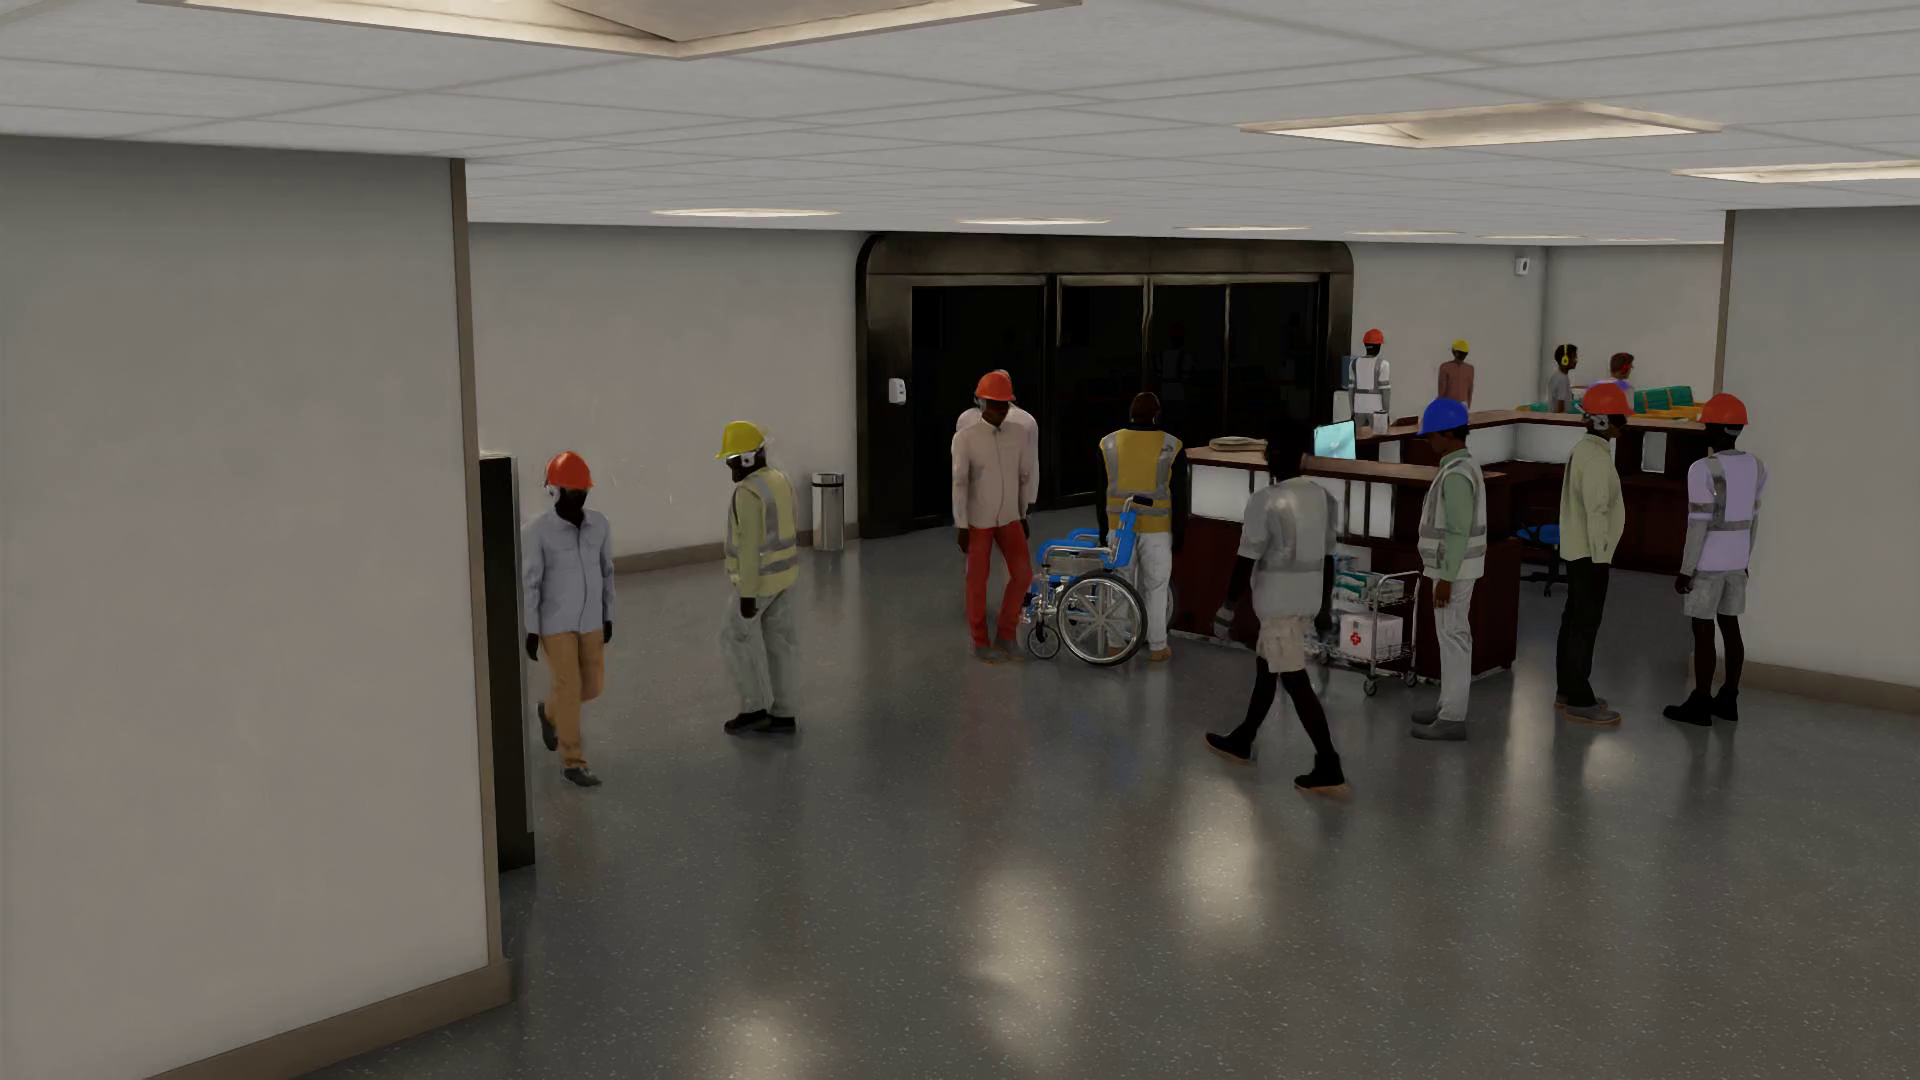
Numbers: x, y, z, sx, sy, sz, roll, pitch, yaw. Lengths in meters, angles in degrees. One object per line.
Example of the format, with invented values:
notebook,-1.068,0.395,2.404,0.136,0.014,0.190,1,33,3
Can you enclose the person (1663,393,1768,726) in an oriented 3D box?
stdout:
person,4.401,0.116,9.710,0.546,1.938,0.361,-5,10,-26

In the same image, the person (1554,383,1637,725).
person,3.724,0.074,9.793,0.382,1.995,0.612,2,9,10

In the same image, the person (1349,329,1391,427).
person,4.952,-1.573,20.074,0.542,1.938,0.358,9,13,42

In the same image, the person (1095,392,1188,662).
person,1.228,-0.084,11.275,0.633,1.835,0.429,3,10,16

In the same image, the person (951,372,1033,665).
person,0.240,-0.129,11.081,0.658,1.974,0.555,-5,11,-30

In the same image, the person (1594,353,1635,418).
person,6.677,-0.986,16.858,0.870,1.804,0.578,-2,9,-9

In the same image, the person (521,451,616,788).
person,-2.073,0.388,8.681,0.640,1.733,0.568,8,12,40

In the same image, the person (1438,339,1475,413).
person,6.684,-1.849,22.434,0.531,1.724,0.873,0,9,-3

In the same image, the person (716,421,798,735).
person,-1.166,0.224,9.460,0.538,1.797,0.634,3,10,16

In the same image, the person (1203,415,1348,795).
person,1.652,0.318,8.560,0.624,1.919,1.001,-9,13,-43

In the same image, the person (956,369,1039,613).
person,0.281,-0.350,12.700,0.646,1.902,0.400,0,9,1

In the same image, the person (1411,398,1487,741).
person,2.759,0.166,9.405,0.407,1.937,0.602,3,10,19
